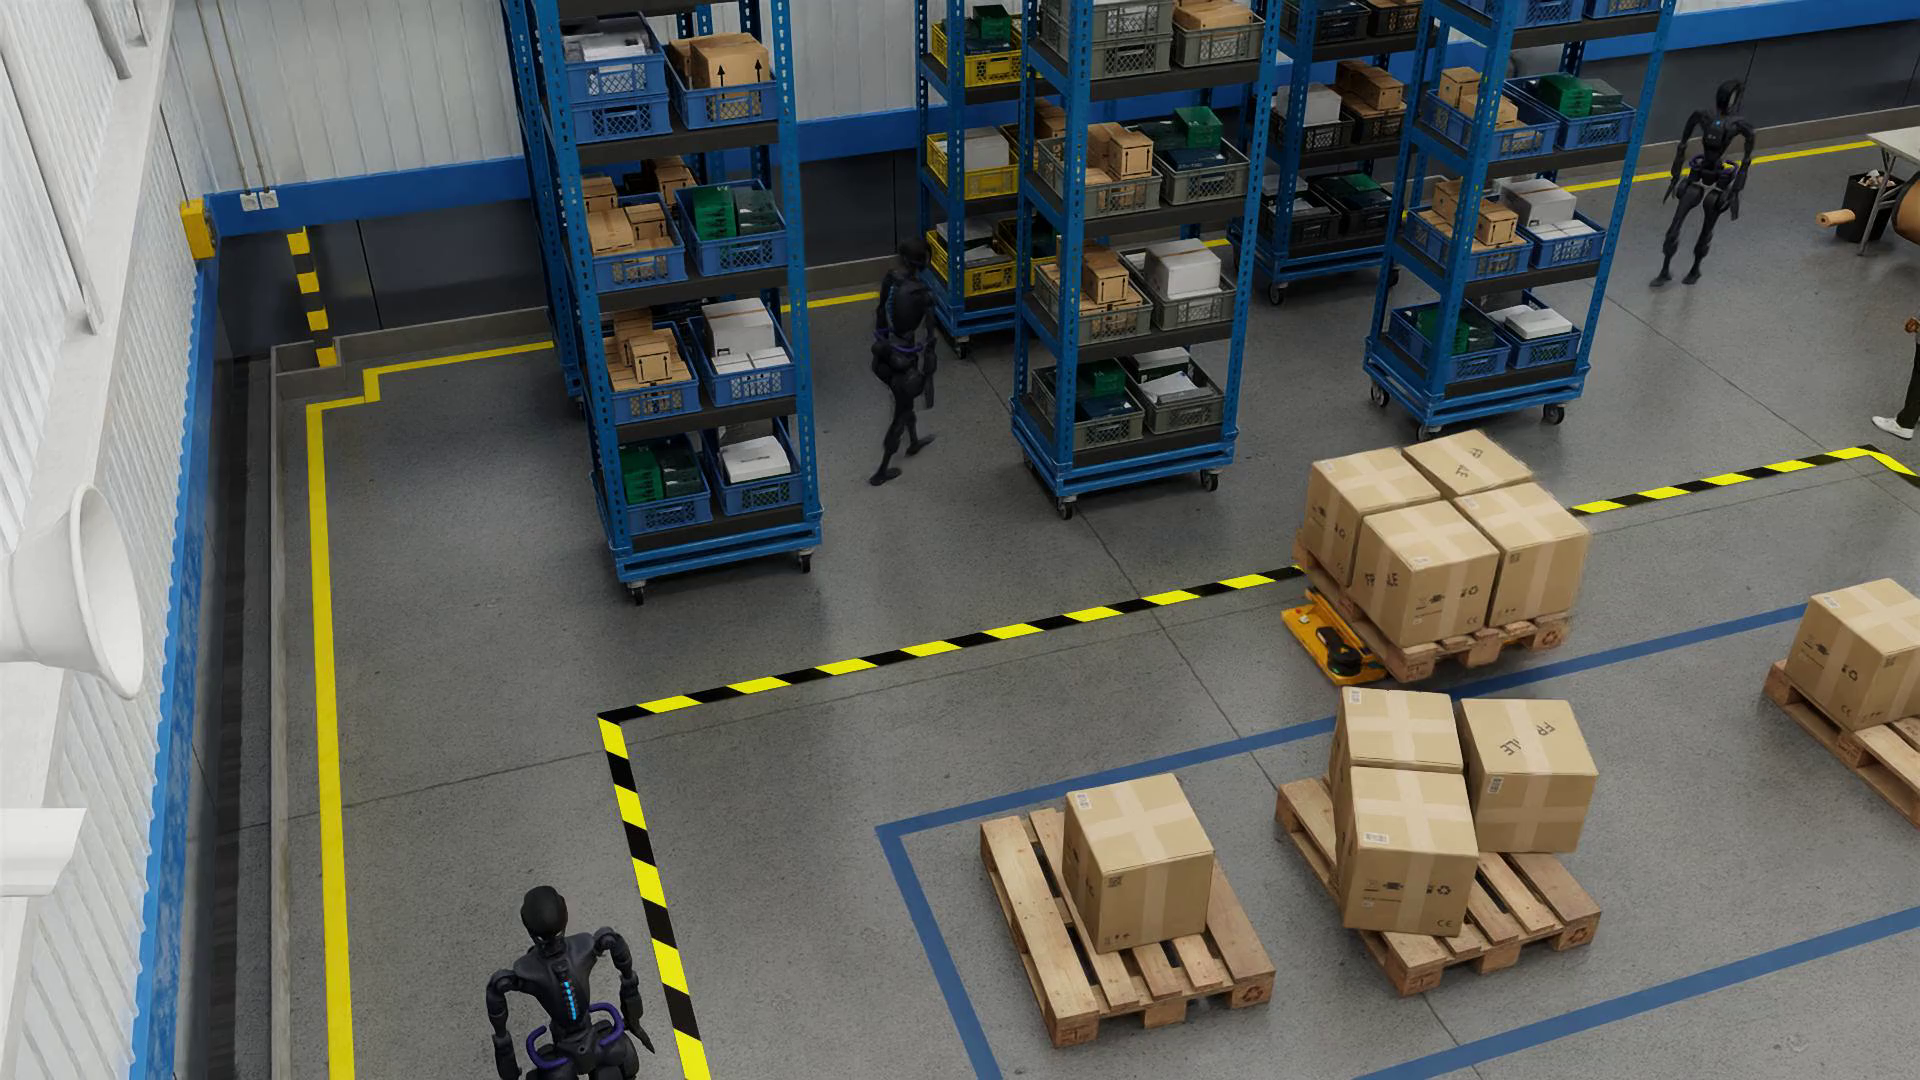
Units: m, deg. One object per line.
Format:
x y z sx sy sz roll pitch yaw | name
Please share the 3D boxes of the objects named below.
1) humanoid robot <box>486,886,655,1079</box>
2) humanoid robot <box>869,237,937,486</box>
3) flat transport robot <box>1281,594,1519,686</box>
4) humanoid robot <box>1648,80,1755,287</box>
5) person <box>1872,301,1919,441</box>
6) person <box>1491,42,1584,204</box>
-1.420 1.902 6.123 0.599 1.657 0.315 -18 39 -24 | humanoid robot
-0.335 -1.138 10.466 0.648 1.624 0.612 -25 42 -31 | humanoid robot
2.619 0.422 9.433 1.431 0.197 0.652 -11 37 -15 | flat transport robot
5.667 -2.678 12.642 0.583 1.642 0.604 26 43 32 | humanoid robot
6.448 -1.515 10.834 0.588 1.847 0.396 -9 36 -13 | person
4.639 -3.472 13.530 0.634 1.938 0.362 8 36 11 | person
